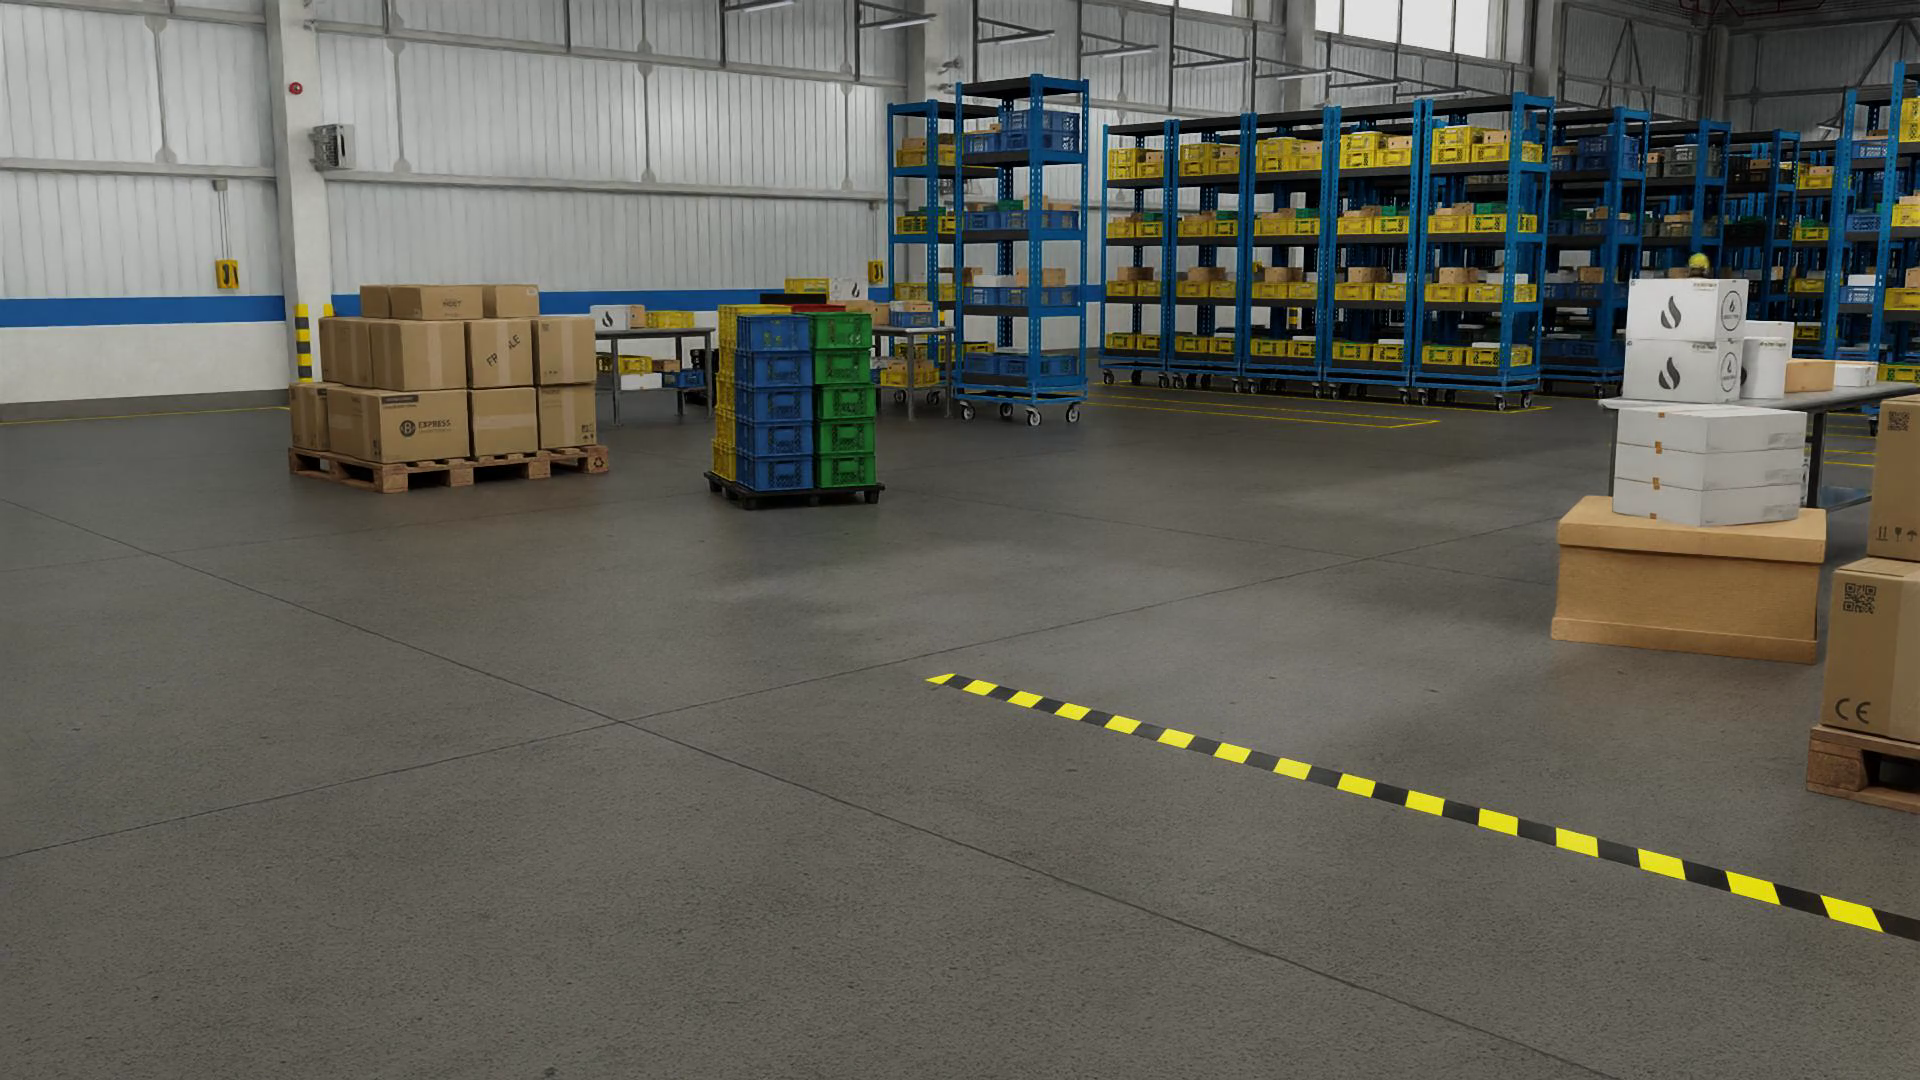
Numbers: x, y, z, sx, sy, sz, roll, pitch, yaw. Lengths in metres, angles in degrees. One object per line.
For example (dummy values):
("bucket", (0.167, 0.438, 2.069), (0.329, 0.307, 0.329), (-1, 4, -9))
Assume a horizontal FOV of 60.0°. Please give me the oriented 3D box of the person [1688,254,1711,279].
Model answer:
("person", (8.636, -2.439, 19.504), (0.617, 1.798, 0.834), (7, 12, 36))
